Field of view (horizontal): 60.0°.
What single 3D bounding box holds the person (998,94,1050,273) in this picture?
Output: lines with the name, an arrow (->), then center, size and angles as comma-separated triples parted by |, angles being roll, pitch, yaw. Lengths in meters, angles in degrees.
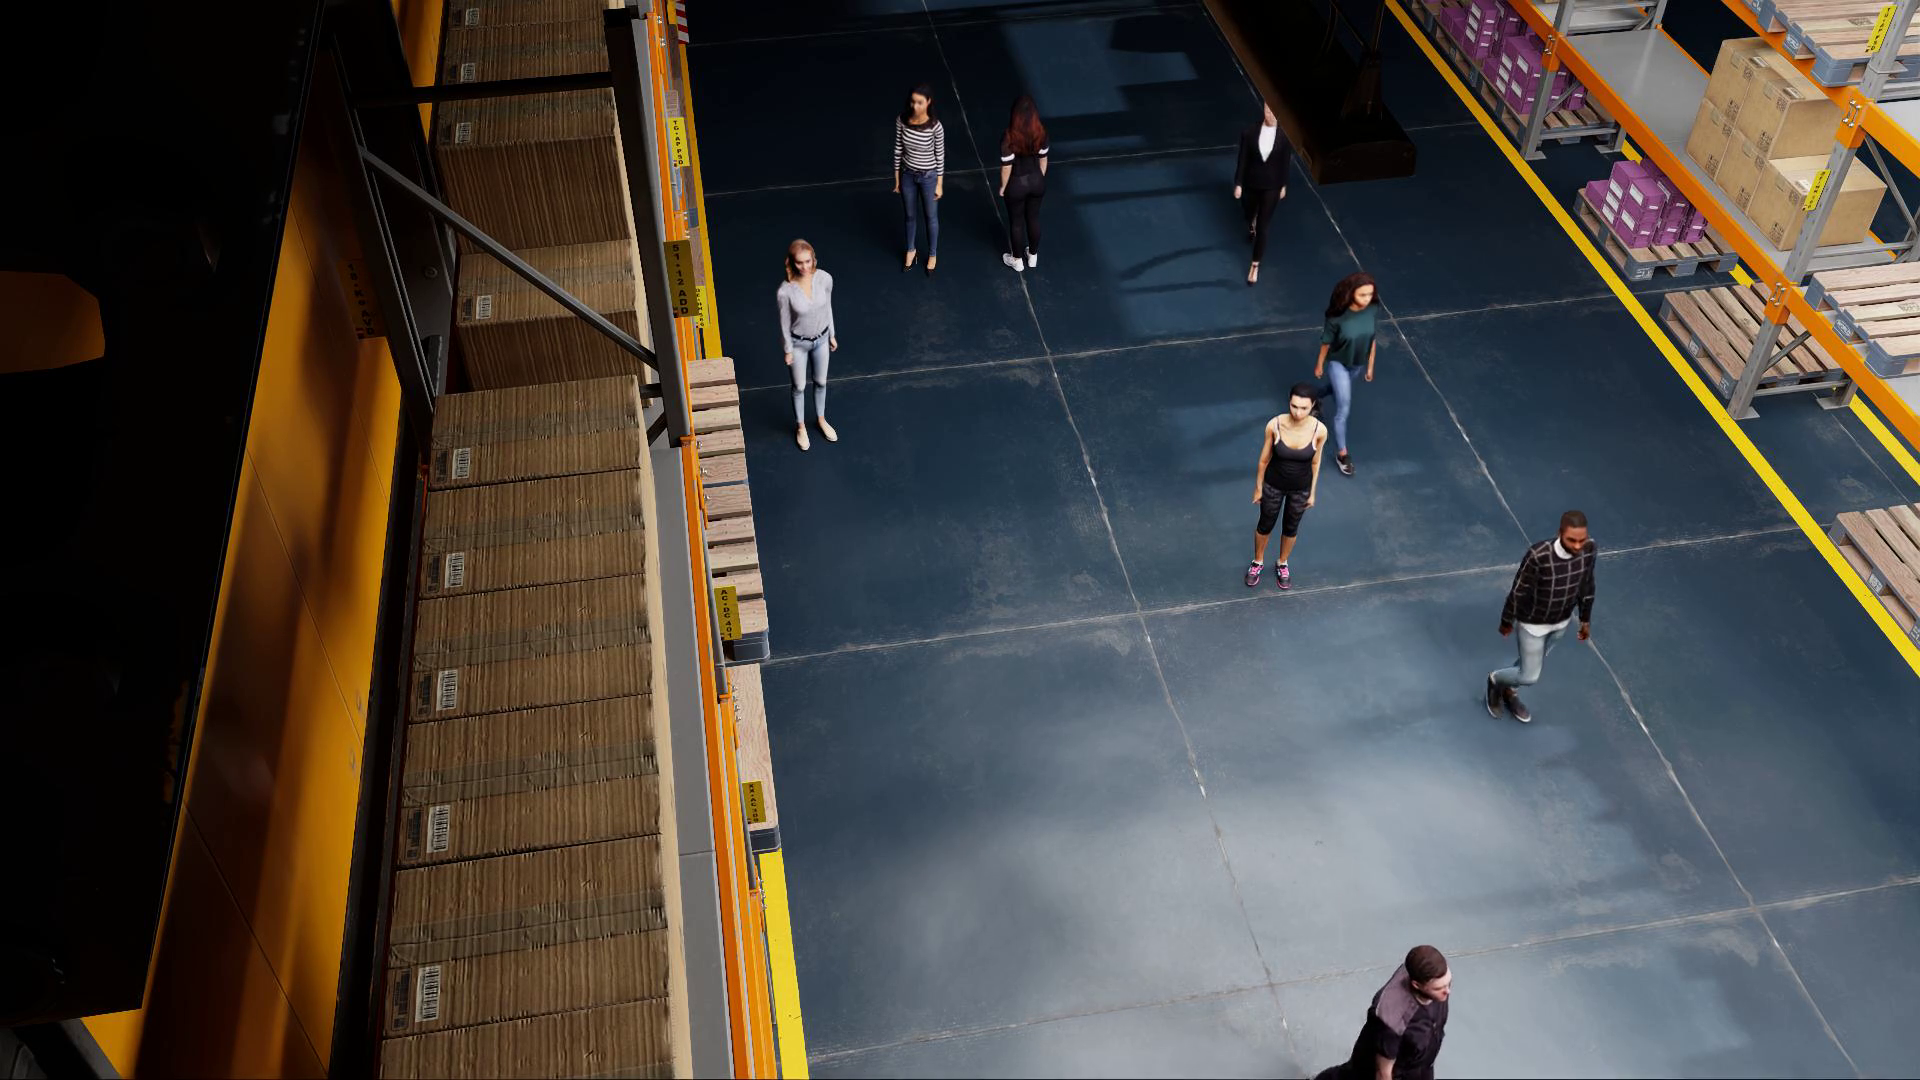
person -> 0.540, -3.055, 14.235 | 0.664, 1.638, 0.657 | -17, 46, -17

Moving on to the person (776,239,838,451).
person -> -1.142, -1.479, 12.466 | 0.643, 1.796, 0.603 | -19, 47, -19

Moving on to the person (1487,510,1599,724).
person -> 3.610, 0.416, 10.473 | 0.743, 1.802, 0.734 | -16, 46, -16

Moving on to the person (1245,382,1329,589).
person -> 2.232, -0.373, 11.355 | 0.641, 1.729, 0.638 | 6, 44, 7

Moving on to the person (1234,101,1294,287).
person -> 2.580, -3.059, 14.207 | 0.902, 1.682, 1.135 | 10, 44, 10

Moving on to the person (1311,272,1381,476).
person -> 2.866, -1.370, 12.513 | 0.696, 1.573, 1.154 | -13, 45, -13

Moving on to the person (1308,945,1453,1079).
person -> 2.064, 2.517, 8.269 | 1.146, 1.799, 1.312 | -33, 53, -30

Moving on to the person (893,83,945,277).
person -> -0.338, -3.054, 14.120 | 0.643, 1.796, 0.630 | 13, 45, 13
